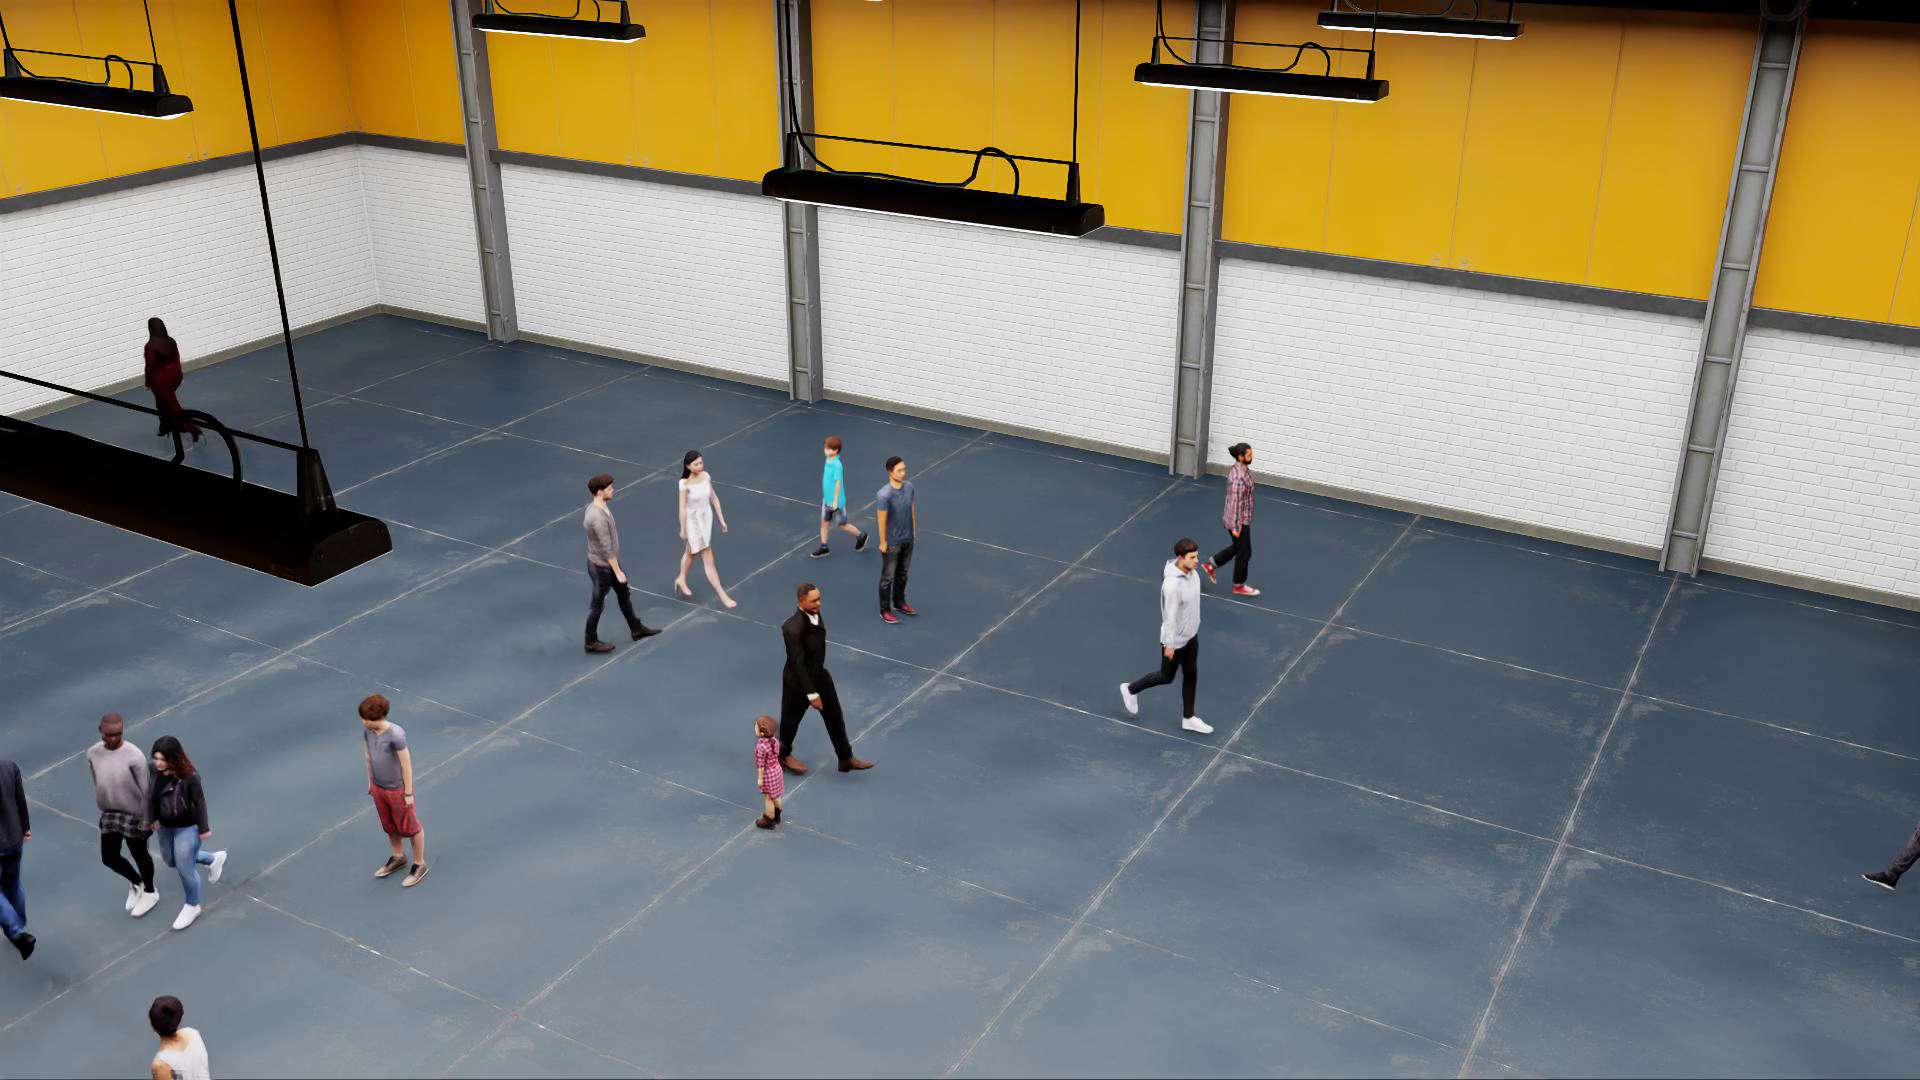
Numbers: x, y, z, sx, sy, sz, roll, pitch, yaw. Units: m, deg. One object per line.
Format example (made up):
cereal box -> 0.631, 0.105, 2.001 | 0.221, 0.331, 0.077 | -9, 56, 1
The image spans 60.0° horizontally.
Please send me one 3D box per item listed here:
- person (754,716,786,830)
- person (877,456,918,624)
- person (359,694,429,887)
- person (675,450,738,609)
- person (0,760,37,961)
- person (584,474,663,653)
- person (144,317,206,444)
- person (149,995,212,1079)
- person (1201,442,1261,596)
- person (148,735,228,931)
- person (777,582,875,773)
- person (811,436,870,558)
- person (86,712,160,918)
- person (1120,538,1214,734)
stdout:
person -> -1.595, 1.934, 13.893 | 0.473, 1.021, 0.448 | 8, 25, 18
person -> -0.672, -0.031, 17.405 | 0.629, 1.809, 0.703 | 21, 31, 39
person -> -4.463, 1.939, 13.100 | 0.456, 1.649, 0.657 | 12, 26, 25
person -> -2.851, -0.130, 17.739 | 1.206, 1.724, 0.736 | 17, 29, 34
person -> -6.983, 2.249, 12.123 | 1.009, 1.863, 0.765 | 17, 29, 34
person -> -3.660, 0.269, 16.636 | 1.140, 1.876, 1.023 | -2, 24, -4
person -> -10.537, -2.090, 22.226 | 1.171, 1.720, 0.888 | 5, 24, 10
person -> -4.491, 3.406, 9.788 | 0.715, 1.614, 0.757 | -1, 24, -3
person -> 2.948, -0.235, 17.952 | 1.001, 1.745, 0.877 | 4, 24, 10
person -> -5.876, 2.150, 12.660 | 0.855, 1.613, 0.797 | 12, 26, 25
person -> -1.432, 1.220, 14.477 | 1.159, 1.862, 0.749 | 10, 26, 22
person -> -1.365, -0.491, 18.932 | 0.843, 1.429, 0.930 | -14, 27, -29
person -> -6.306, 2.049, 12.719 | 0.677, 1.752, 0.806 | 4, 24, 9
person -> 1.916, 0.857, 15.253 | 1.162, 1.907, 0.736 | 15, 28, 31
